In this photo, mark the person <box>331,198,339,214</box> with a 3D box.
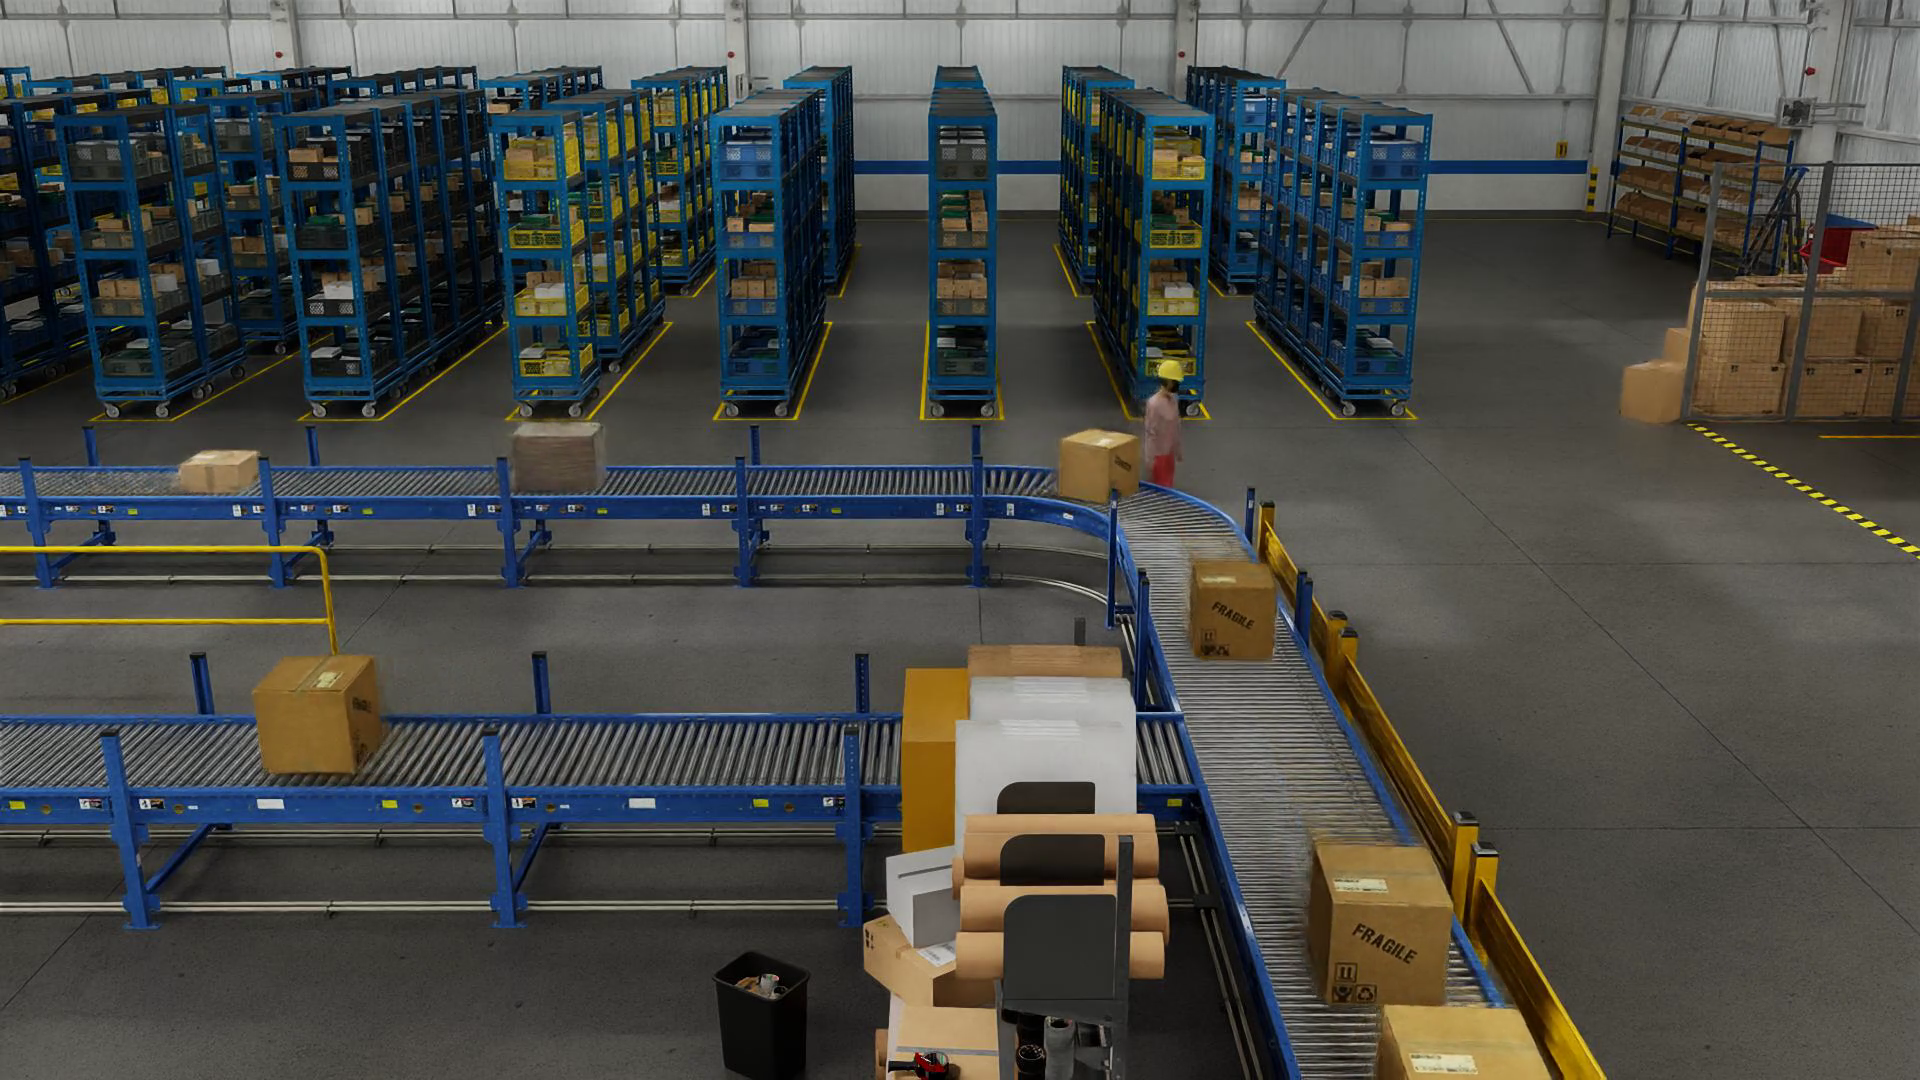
[{"bbox_3d":[-13.063,-6.970,34.171,0.615,1.812,0.634,-8,20,-24],"label":"person"}]

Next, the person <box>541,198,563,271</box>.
[{"bbox_3d":[-6.462,-4.581,26.784,0.603,1.830,0.404,-6,19,-18],"label":"person"}]

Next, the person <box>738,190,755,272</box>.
[{"bbox_3d":[-3.894,-5.897,30.573,0.373,1.997,0.618,-4,18,-13],"label":"person"}]

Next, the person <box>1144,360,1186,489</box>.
[{"bbox_3d":[1.878,-0.786,15.228,0.360,1.750,0.542,11,21,30],"label":"person"}]
